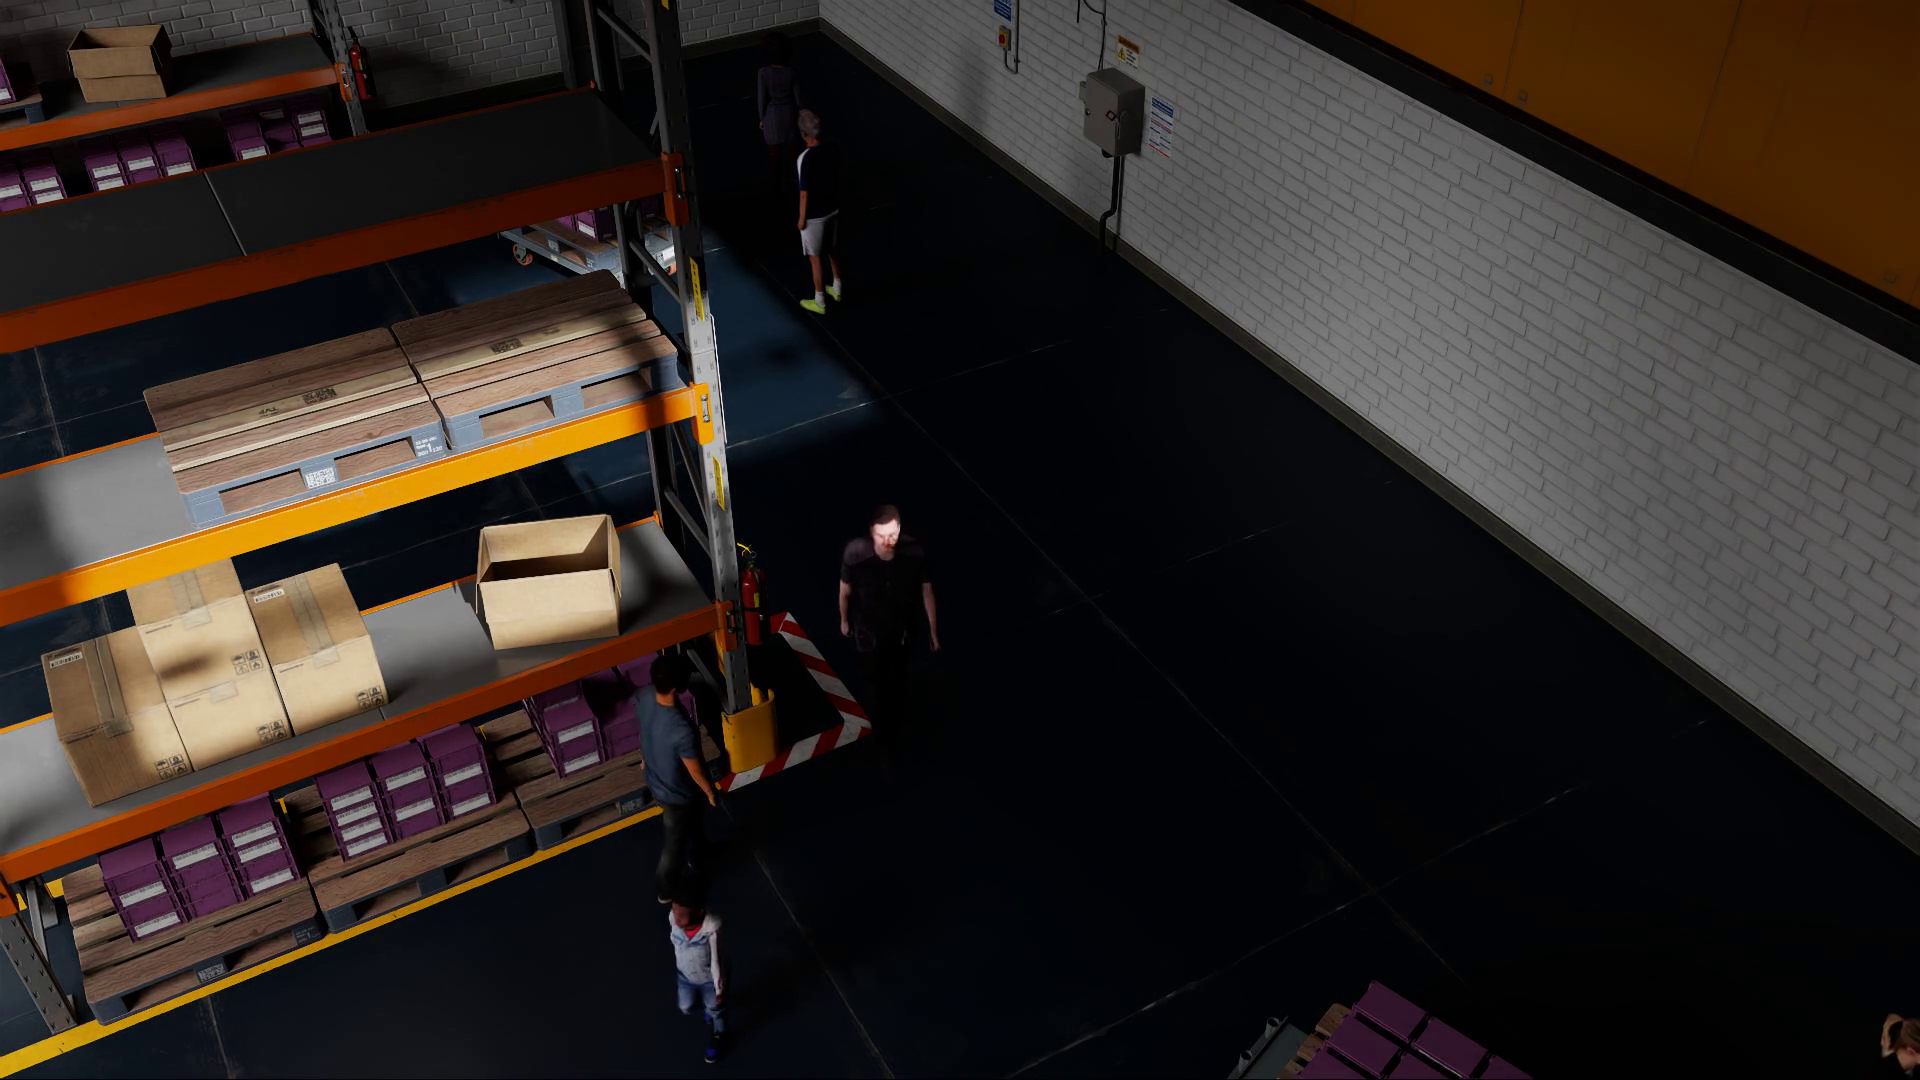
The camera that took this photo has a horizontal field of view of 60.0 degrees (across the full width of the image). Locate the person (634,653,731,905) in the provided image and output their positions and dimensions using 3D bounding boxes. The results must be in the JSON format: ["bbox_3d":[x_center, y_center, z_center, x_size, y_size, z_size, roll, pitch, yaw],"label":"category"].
[{"bbox_3d":[-1.631,1.348,9.059,0.799,1.792,0.720,-26,45,-29],"label":"person"}]

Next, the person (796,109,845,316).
[{"bbox_3d":[-1.201,-2.816,14.241,0.772,1.832,0.634,25,45,28],"label":"person"}]

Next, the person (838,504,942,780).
[{"bbox_3d":[-0.462,0.466,10.147,1.117,1.812,1.004,-7,39,-9],"label":"person"}]

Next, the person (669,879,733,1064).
[{"bbox_3d":[-1.278,2.135,8.507,0.629,1.252,0.695,15,41,18],"label":"person"}]

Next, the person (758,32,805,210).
[{"bbox_3d":[-1.692,-3.979,15.795,0.557,1.710,0.714,-7,39,-9],"label":"person"}]

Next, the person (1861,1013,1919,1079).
[{"bbox_3d":[3.980,2.636,7.522,0.743,1.698,0.628,32,48,34],"label":"person"}]
